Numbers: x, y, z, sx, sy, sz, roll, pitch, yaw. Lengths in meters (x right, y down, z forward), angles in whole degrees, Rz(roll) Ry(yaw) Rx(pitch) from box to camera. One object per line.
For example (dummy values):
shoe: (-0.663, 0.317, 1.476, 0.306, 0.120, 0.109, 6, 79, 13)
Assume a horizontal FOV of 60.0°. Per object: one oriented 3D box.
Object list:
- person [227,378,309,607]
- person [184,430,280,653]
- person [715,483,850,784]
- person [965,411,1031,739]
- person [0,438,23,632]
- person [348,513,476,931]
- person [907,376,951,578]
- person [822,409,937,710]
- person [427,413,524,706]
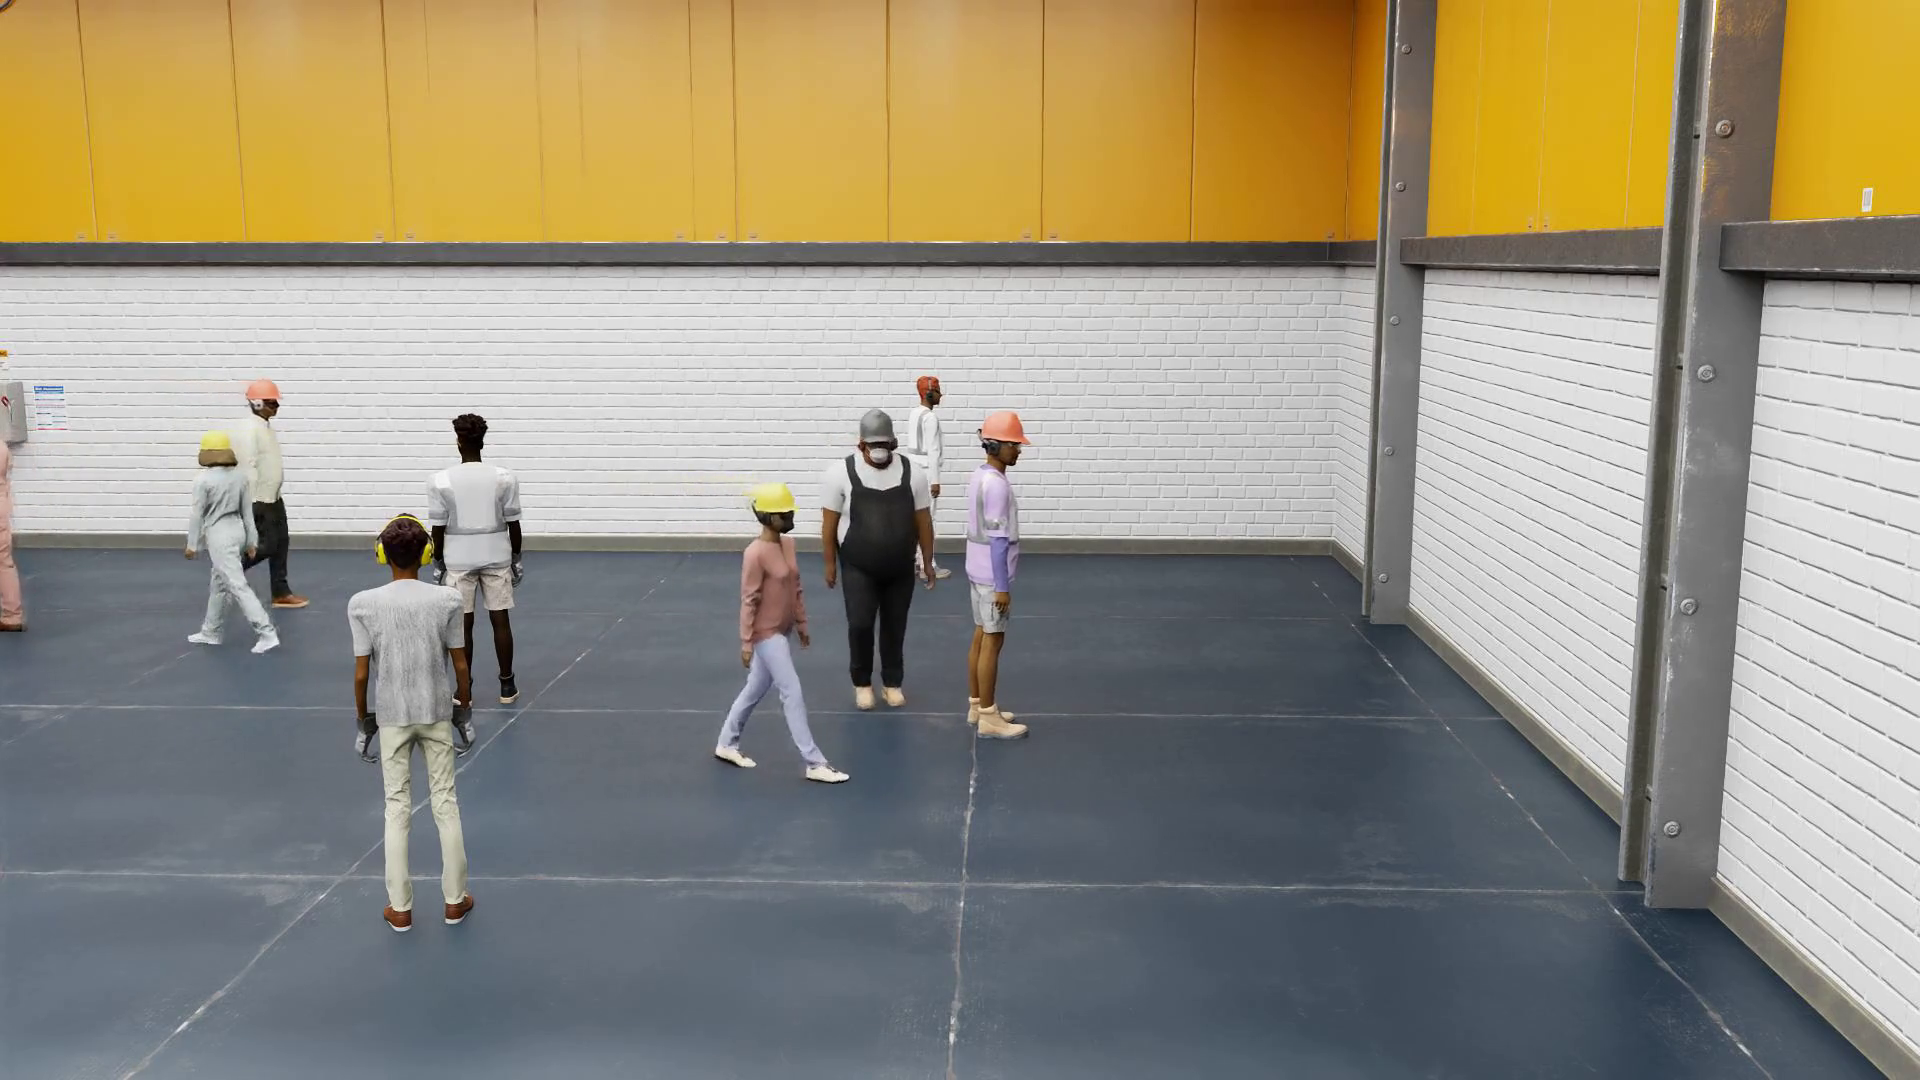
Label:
person: (-5.930, -0.375, 14.031, 0.625, 1.972, 0.629, 0, 10, -3)
person: (-5.553, 0.008, 12.631, 0.940, 1.693, 0.488, 3, 10, 17)
person: (-1.068, 0.519, 9.545, 0.893, 1.720, 0.535, 3, 10, 18)
person: (0.235, 0.212, 10.402, 0.395, 2.040, 0.607, -2, 10, -9)
person: (-7.897, -0.184, 13.205, 0.899, 1.866, 0.666, 2, 10, 10)
person: (-2.430, 0.811, 7.408, 0.514, 1.867, 0.328, -3, 10, -19)
person: (-0.318, -0.590, 15.559, 0.358, 1.882, 0.574, -4, 10, -21)
person: (-0.521, 0.120, 10.938, 0.710, 2.000, 0.538, -4, 10, -21)
person: (-3.212, 0.134, 11.071, 0.607, 1.966, 0.367, -4, 10, -20)
